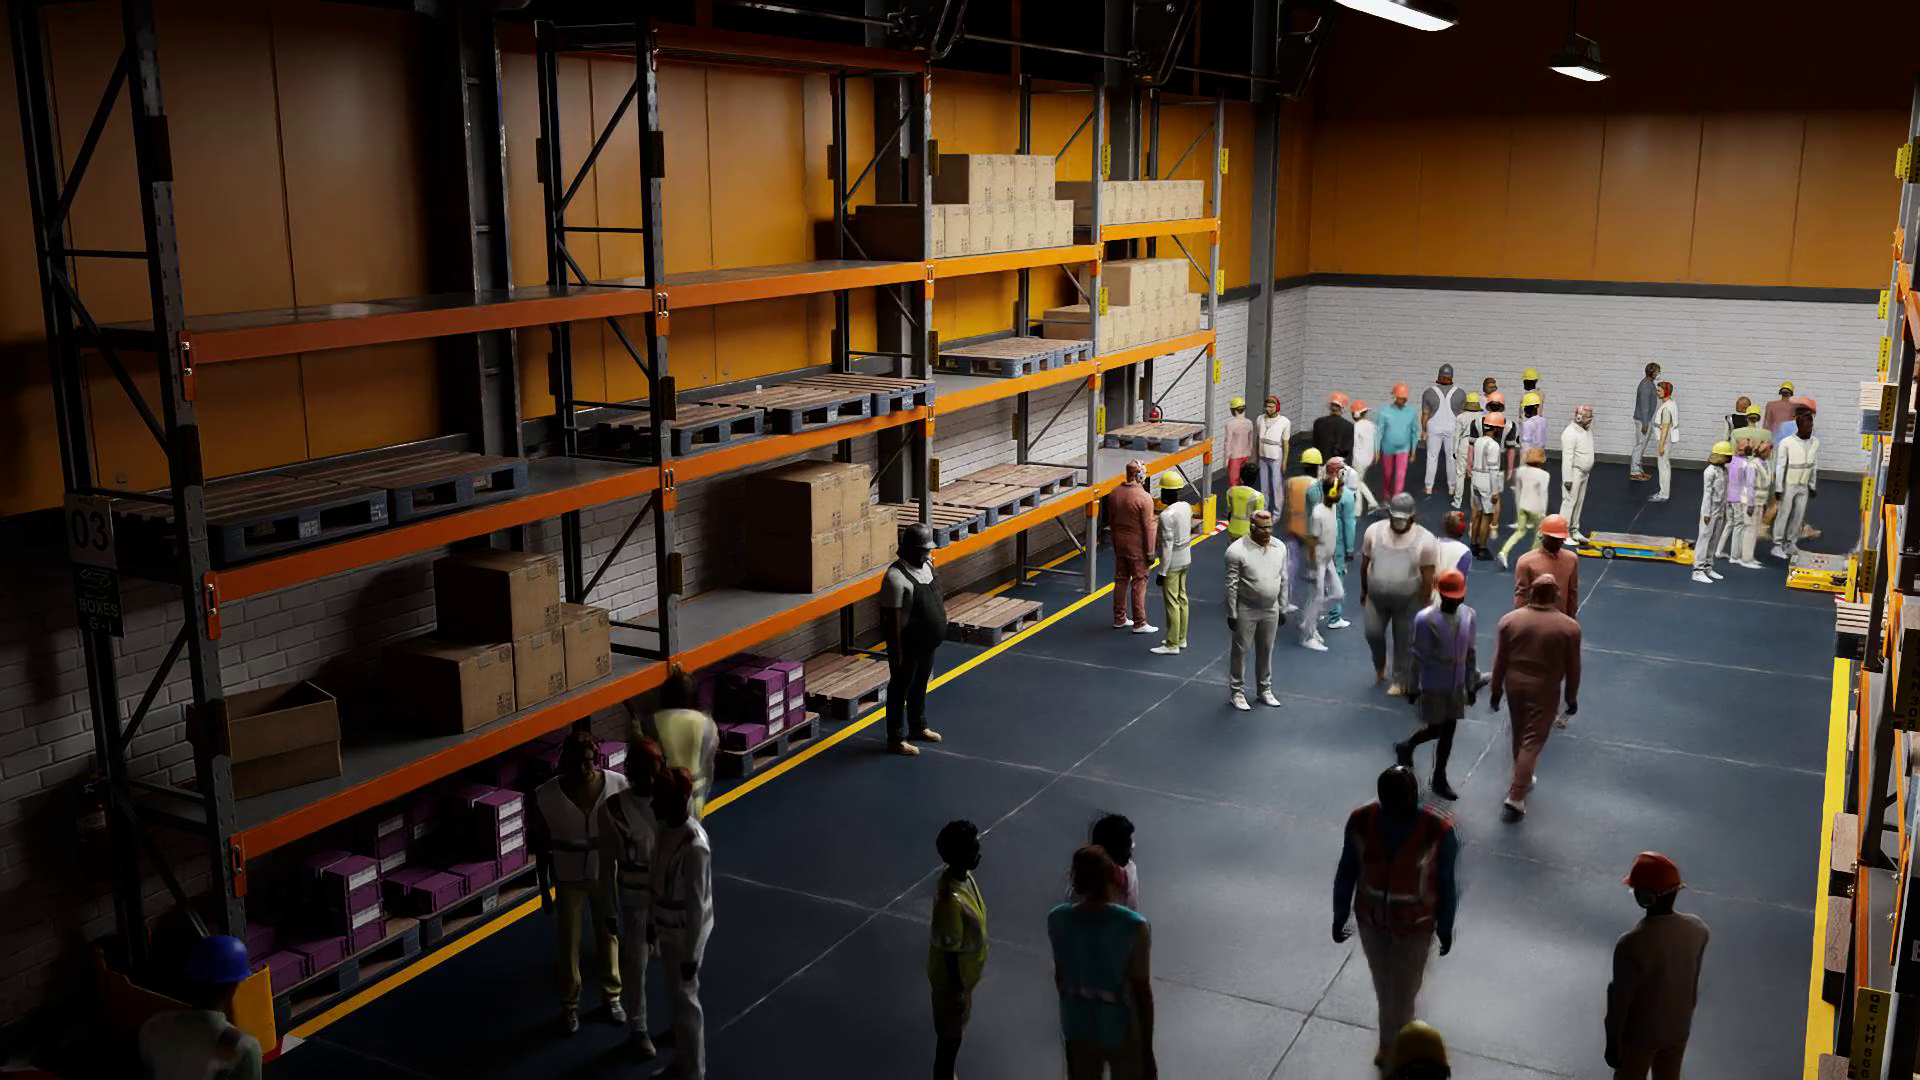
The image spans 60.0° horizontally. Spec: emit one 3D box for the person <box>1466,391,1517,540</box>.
[{"bbox_3d":[7.234,-1.014,22.683,0.617,2.029,0.409,4,13,18],"label":"person"}]

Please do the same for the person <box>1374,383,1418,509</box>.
[{"bbox_3d":[6.372,-1.343,24.359,0.633,1.957,0.998,2,13,8],"label":"person"}]

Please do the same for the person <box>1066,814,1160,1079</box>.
[{"bbox_3d":[0.841,2.268,8.785,0.692,1.670,0.553,12,17,43],"label":"person"}]

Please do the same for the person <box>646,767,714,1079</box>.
[{"bbox_3d":[-1.530,2.121,8.979,0.396,1.882,0.582,-5,14,-23],"label":"person"}]

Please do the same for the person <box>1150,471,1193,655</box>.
[{"bbox_3d":[2.197,0.239,17.291,0.379,1.928,0.585,8,15,31],"label":"person"}]

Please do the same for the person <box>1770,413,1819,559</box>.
[{"bbox_3d":[10.831,-0.713,21.599,0.598,1.910,0.397,-4,13,-19],"label":"person"}]

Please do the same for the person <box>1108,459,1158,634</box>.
[{"bbox_3d":[1.906,0.067,18.111,0.407,1.908,0.641,-10,16,-37],"label":"person"}]

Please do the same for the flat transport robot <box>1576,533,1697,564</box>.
[{"bbox_3d":[8.833,0.090,21.704,1.431,0.197,0.652,6,14,24],"label":"flat transport robot"}]

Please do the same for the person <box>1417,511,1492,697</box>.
[{"bbox_3d":[4.718,0.609,15.956,0.966,1.782,0.592,-7,14,-29],"label":"person"}]

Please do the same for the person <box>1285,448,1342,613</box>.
[{"bbox_3d":[3.992,-0.114,18.976,0.886,1.875,0.600,-9,16,-36],"label":"person"}]

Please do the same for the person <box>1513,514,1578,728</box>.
[{"bbox_3d":[5.271,0.731,14.964,0.615,1.987,0.407,-3,13,-13],"label":"person"}]

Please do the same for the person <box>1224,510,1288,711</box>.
[{"bbox_3d":[2.776,0.648,15.532,0.643,1.900,0.399,-5,13,-20],"label":"person"}]

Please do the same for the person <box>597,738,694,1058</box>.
[{"bbox_3d":[-1.757,2.018,9.452,0.583,1.878,0.361,-8,15,-31],"label":"person"}]

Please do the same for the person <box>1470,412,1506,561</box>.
[{"bbox_3d":[6.824,-0.695,21.492,0.391,1.925,0.551,-2,13,-7],"label":"person"}]

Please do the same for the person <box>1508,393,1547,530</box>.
[{"bbox_3d":[7.994,-1.107,23.359,0.394,1.913,0.591,11,16,40],"label":"person"}]

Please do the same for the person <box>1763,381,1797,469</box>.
[{"bbox_3d":[12.788,-1.597,25.914,0.532,1.754,0.340,6,14,25],"label":"person"}]

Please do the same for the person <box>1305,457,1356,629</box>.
[{"bbox_3d":[4.099,0.021,18.352,0.398,1.898,0.642,-10,16,-37],"label":"person"}]

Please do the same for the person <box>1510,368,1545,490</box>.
[{"bbox_3d":[8.933,-1.738,26.139,0.360,1.930,0.587,11,17,42],"label":"person"}]

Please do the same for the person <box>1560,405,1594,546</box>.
[{"bbox_3d":[8.304,-0.876,22.370,0.399,1.897,0.652,12,17,42],"label":"person"}]

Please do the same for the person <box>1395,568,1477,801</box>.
[{"bbox_3d":[3.852,1.120,13.400,0.540,1.913,0.577,-5,13,-20],"label":"person"}]

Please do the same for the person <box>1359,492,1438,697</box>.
[{"bbox_3d":[4.155,0.501,15.867,0.721,2.000,0.544,6,14,25],"label":"person"}]

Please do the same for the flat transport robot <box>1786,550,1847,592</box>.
[{"bbox_3d":[10.561,0.372,20.441,0.652,0.197,1.431,7,14,28],"label":"flat transport robot"}]

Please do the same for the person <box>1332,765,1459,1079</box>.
[{"bbox_3d":[2.334,2.124,9.105,0.650,1.811,0.844,8,15,32],"label":"person"}]

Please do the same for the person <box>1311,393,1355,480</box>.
[{"bbox_3d":[5.181,-1.080,23.204,0.623,1.936,1.071,5,14,23],"label":"person"}]

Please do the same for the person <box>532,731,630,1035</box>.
[{"bbox_3d":[-2.191,1.977,9.734,0.566,1.836,0.396,-5,14,-23],"label":"person"}]

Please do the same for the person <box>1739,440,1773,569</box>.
[{"bbox_3d":[10.098,-0.469,21.119,0.322,1.638,0.524,12,17,43],"label":"person"}]

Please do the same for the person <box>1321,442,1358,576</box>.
[{"bbox_3d":[4.652,-0.375,20.568,0.533,1.694,0.319,12,17,43],"label":"person"}]

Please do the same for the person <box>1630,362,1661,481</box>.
[{"bbox_3d":[11.127,-1.929,27.011,0.367,1.932,0.623,6,14,24],"label":"person"}]

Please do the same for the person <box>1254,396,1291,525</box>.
[{"bbox_3d":[4.450,-1.147,23.713,0.394,1.836,0.560,-11,17,-40],"label":"person"}]

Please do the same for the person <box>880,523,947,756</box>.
[{"bbox_3d":[-0.374,0.832,14.386,0.536,2.000,0.683,7,14,28],"label":"person"}]

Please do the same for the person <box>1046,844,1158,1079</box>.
[{"bbox_3d":[0.732,2.364,8.092,0.656,1.783,0.870,7,14,28],"label":"person"}]

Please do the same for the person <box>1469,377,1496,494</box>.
[{"bbox_3d":[8.121,-1.593,25.683,0.507,1.846,0.344,-6,14,-24],"label":"person"}]

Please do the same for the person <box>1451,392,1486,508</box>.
[{"bbox_3d":[7.594,-1.335,24.789,0.488,1.730,0.324,1,13,3],"label":"person"}]

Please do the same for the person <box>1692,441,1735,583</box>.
[{"bbox_3d":[9.246,-0.350,20.352,0.492,1.741,0.323,-11,16,-40],"label":"person"}]

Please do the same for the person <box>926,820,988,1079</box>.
[{"bbox_3d":[-0.013,2.272,8.711,0.319,1.697,0.532,1,13,4],"label":"person"}]

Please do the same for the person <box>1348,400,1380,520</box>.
[{"bbox_3d":[5.760,-1.148,23.940,0.453,1.732,0.602,9,16,36],"label":"person"}]

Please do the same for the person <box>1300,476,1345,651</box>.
[{"bbox_3d":[3.837,0.240,17.466,0.406,1.847,0.598,9,15,34],"label":"person"}]

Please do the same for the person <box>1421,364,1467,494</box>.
[{"bbox_3d":[7.496,-1.728,25.848,0.677,2.000,0.536,3,13,12],"label":"person"}]

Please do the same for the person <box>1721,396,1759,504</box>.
[{"bbox_3d":[11.712,-1.336,24.998,0.514,1.641,0.307,6,14,25],"label":"person"}]

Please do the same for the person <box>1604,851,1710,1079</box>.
[{"bbox_3d":[3.377,2.368,8.184,0.571,1.743,0.351,-5,14,-22],"label":"person"}]

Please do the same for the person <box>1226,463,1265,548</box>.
[{"bbox_3d":[3.288,-0.058,19.170,0.324,1.684,0.541,-11,16,-40],"label":"person"}]

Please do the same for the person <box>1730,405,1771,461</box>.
[{"bbox_3d":[11.051,-1.021,23.327,0.518,1.757,0.335,6,14,24],"label":"person"}]

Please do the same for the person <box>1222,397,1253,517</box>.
[{"bbox_3d":[4.021,-1.197,24.141,0.525,1.745,0.404,-9,16,-36],"label":"person"}]

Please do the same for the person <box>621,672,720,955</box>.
[{"bbox_3d":[-1.886,1.750,10.810,0.673,1.806,0.434,-9,16,-36],"label":"person"}]

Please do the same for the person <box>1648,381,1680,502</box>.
[{"bbox_3d":[10.709,-1.488,25.245,0.386,1.837,0.561,6,14,25],"label":"person"}]

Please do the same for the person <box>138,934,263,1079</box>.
[{"bbox_3d":[-3.160,2.585,6.929,0.649,1.882,1.043,4,13,17],"label":"person"}]

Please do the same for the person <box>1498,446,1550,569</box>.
[{"bbox_3d":[7.118,-0.384,20.815,0.701,1.610,0.512,-7,14,-28],"label":"person"}]

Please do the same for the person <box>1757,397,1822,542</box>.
[{"bbox_3d":[11.271,-0.945,22.514,1.050,1.970,0.619,-2,13,-10],"label":"person"}]

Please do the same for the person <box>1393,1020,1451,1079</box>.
[{"bbox_3d":[1.777,2.740,6.510,0.571,1.733,0.445,5,14,23],"label":"person"}]

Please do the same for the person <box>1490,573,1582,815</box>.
[{"bbox_3d":[4.509,1.205,13.135,0.648,1.867,0.947,11,16,39],"label":"person"}]

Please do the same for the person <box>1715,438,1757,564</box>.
[{"bbox_3d":[9.960,-0.500,21.294,0.313,1.633,0.526,-2,13,-7],"label":"person"}]
